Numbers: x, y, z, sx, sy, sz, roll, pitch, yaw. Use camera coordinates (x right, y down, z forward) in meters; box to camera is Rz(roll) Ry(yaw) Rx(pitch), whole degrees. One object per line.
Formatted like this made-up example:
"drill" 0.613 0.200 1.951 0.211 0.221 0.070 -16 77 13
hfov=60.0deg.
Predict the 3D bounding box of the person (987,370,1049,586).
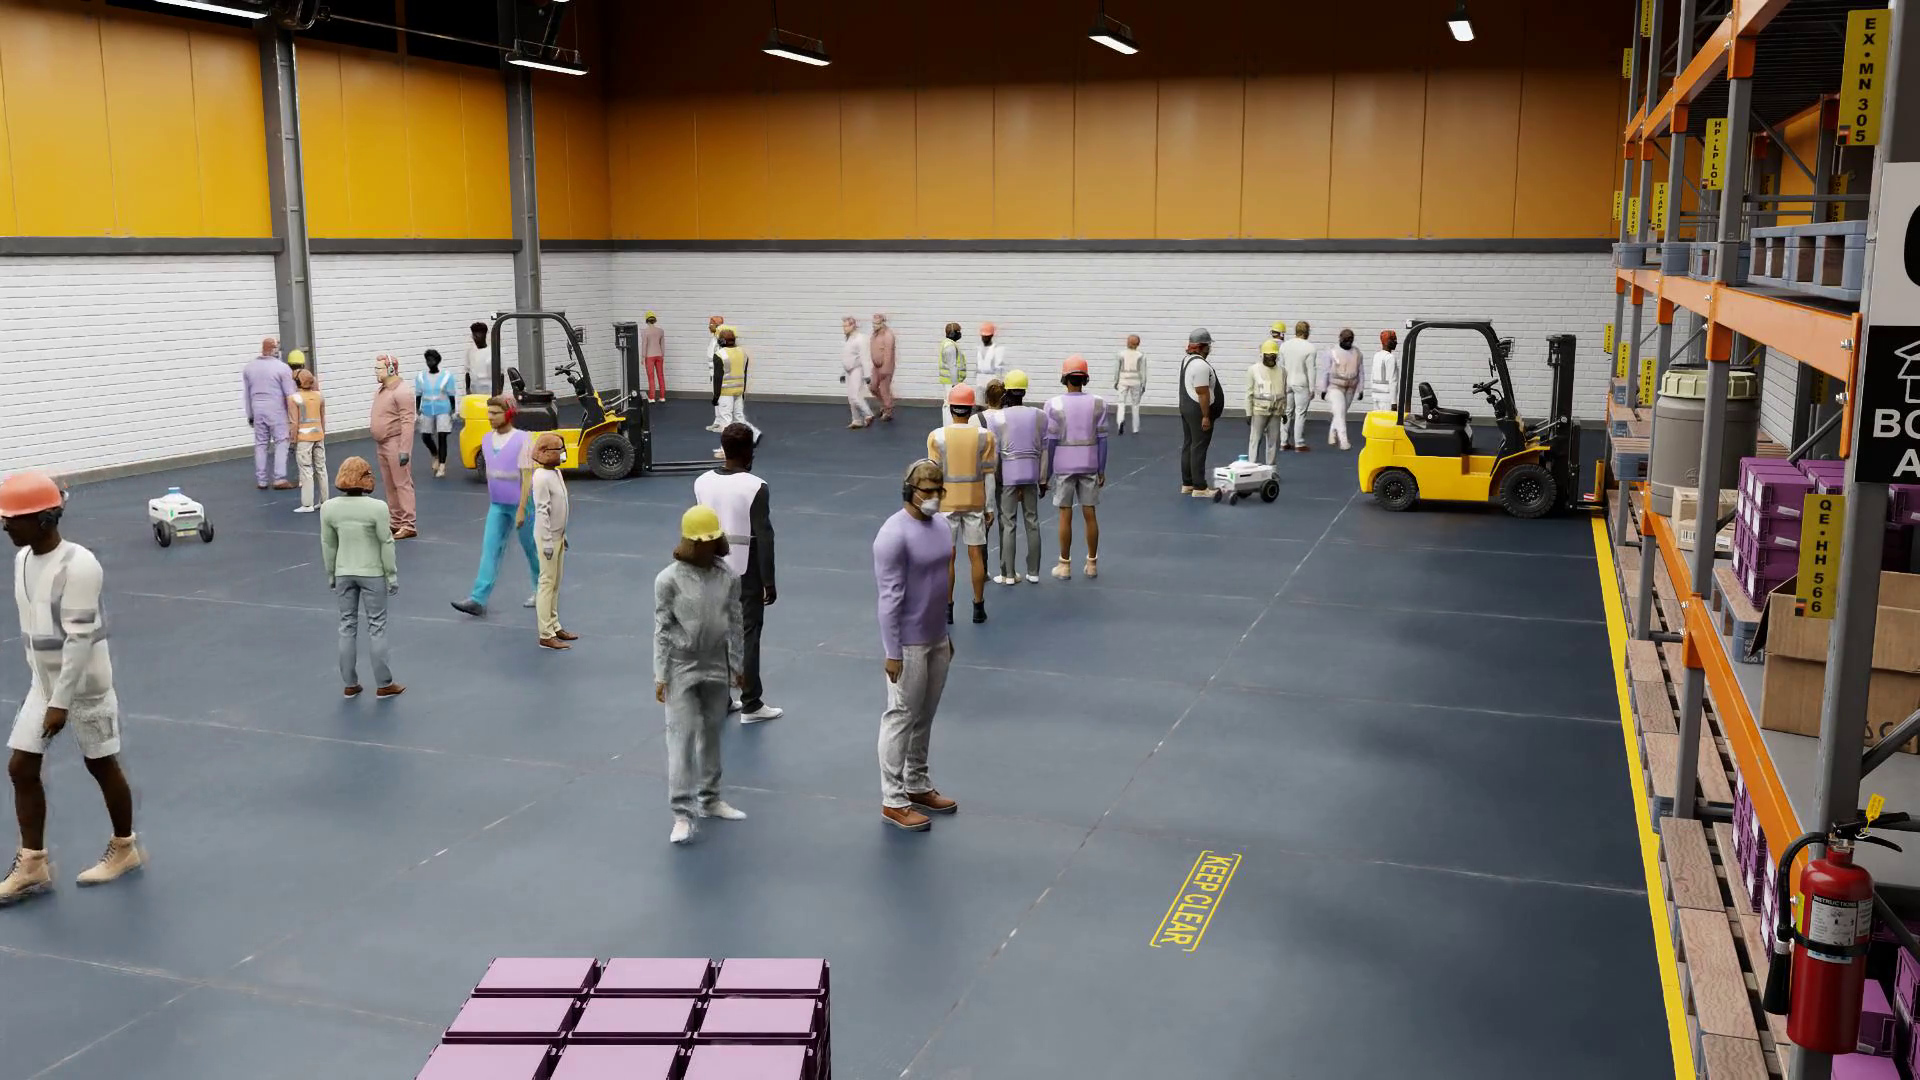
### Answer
"person" 0.504 -0.551 14.840 0.584 1.928 0.372 -3 11 -19

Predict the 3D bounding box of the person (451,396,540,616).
"person" -3.752 -0.281 13.677 0.580 1.795 0.962 6 12 30

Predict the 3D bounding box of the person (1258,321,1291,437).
"person" 5.026 -2.556 26.409 0.601 1.827 0.403 8 13 39

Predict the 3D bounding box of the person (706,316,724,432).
"person" -3.938 -2.696 27.052 0.355 1.882 0.576 -5 11 -26

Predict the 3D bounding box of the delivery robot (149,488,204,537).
"delivery robot" -8.009 -0.293 16.988 0.477 0.478 0.707 -9 14 -42

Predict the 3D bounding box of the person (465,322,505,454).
"person" -6.693 -2.087 23.385 0.613 1.963 0.361 3 11 18

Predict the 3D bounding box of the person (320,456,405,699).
"person" -4.004 0.254 11.133 0.498 1.634 0.278 1 10 8

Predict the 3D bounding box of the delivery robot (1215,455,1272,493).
"delivery robot" 3.345 -0.762 19.628 0.707 0.478 0.477 -7 12 -34

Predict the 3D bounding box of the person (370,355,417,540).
"person" -5.888 -0.964 17.225 0.409 1.907 0.651 -9 14 -42

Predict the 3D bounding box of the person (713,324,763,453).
"person" -3.274 -2.200 24.254 0.616 1.894 0.599 0 10 -1

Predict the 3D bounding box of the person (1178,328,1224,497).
"person" 2.927 -1.546 20.128 0.537 2.000 0.682 -2 10 -12

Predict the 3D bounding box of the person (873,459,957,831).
"person" -0.224 0.532 8.720 0.351 1.934 0.635 5 11 27

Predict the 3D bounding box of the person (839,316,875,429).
"person" -1.731 -2.737 27.314 0.434 1.880 0.653 -6 12 -31

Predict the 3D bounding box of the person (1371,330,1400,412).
"person" 5.780 -1.904 22.591 0.356 1.882 0.574 -3 10 -14

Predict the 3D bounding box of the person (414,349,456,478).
"person" -6.897 -1.683 21.907 0.545 1.680 0.635 0 10 -2

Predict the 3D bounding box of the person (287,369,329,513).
"person" -7.397 -1.124 18.878 0.307 1.641 0.513 4 11 23

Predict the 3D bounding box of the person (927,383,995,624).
"person" 0.004 -0.289 13.339 0.553 1.935 0.362 -1 10 -6

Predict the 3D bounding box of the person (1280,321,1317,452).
"person" 4.949 -2.240 24.360 0.376 1.933 0.639 -9 13 -41

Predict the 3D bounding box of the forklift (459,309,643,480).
"forklift" -5.354 -1.902 21.697 2.313 2.155 1.214 -2 10 -13

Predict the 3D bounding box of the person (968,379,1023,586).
"person" 0.315 -0.513 14.860 0.511 1.844 0.328 4 11 19

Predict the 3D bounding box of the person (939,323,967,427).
"person" -0.107 -2.424 25.633 0.429 1.844 0.625 -2 10 -9

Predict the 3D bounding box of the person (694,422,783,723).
"person" -1.423 0.210 10.580 0.598 1.917 0.378 7 12 33

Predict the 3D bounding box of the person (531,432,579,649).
"person" -3.073 -0.001 12.573 0.283 1.633 0.497 0 10 -1

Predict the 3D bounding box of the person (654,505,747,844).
"person" -1.347 0.672 8.535 0.563 1.723 0.443 -8 13 -38

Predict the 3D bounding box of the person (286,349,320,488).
"person" -8.340 -1.560 21.026 0.540 1.734 0.765 -2 10 -9

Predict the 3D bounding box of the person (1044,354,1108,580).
"person" 1.039 -0.658 15.117 0.605 2.045 0.386 -2 10 -12

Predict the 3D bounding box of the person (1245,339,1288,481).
"person" 3.941 -1.655 21.325 0.600 1.829 0.404 -3 10 -16

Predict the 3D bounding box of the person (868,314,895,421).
"person" -1.317 -2.953 28.547 0.513 1.868 0.669 -8 13 -38

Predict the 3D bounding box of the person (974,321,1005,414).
"person" 0.467 -2.326 24.882 0.553 1.918 0.745 7 12 34

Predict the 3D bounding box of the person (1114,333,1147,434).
"person" 2.723 -2.489 26.600 0.544 1.622 0.634 2 10 10

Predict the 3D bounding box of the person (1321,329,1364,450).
"person" 5.733 -2.278 24.983 0.630 1.791 0.981 -2 10 -13

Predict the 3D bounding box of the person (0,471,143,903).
"person" -4.214 0.690 7.648 0.609 2.006 0.856 5 11 28

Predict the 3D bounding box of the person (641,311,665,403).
"person" -5.903 -3.499 31.917 0.337 1.761 0.526 10 14 44

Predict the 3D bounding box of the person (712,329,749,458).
"person" -3.304 -2.088 23.739 0.429 1.844 0.627 7 12 36

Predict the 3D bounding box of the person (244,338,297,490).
"person" -8.543 -1.563 20.671 0.668 1.886 0.411 3 10 16

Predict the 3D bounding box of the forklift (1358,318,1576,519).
"forklift" 5.787 -1.437 19.079 2.313 2.155 1.214 3 11 19
